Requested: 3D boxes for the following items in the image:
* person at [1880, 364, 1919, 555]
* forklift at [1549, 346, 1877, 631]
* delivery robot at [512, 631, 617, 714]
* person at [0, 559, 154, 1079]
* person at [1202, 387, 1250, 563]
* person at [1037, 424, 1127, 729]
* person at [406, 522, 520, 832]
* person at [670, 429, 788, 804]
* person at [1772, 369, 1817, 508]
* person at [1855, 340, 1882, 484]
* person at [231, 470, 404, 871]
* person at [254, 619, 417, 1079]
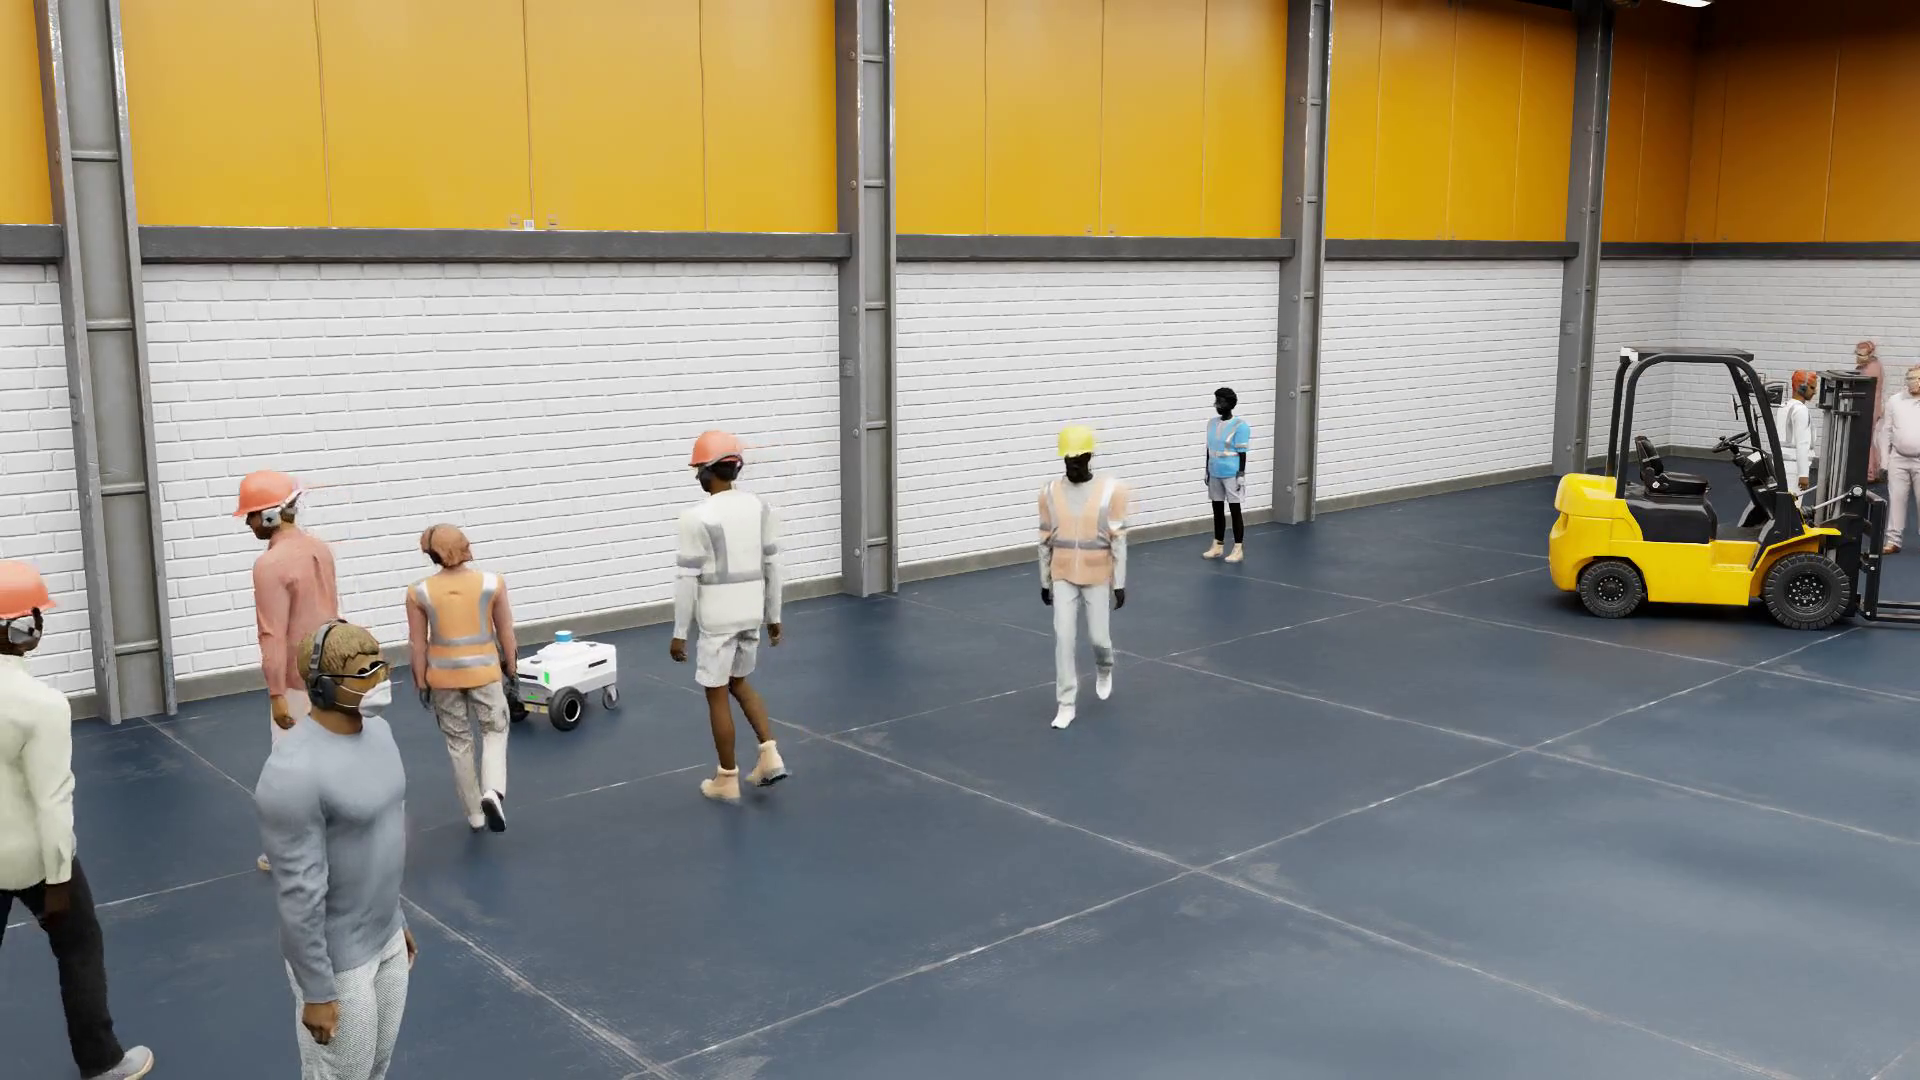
[{"bbox_3d":[9.387,-0.760,16.319,0.488,1.922,0.693,-9,13,-42],"label":"person"},{"bbox_3d":[6.109,-0.478,13.691,2.313,2.155,1.214,3,10,16],"label":"forklift"},{"bbox_3d":[-2.517,0.822,10.595,0.477,0.478,0.707,5,11,27],"label":"delivery robot"},{"bbox_3d":[-3.187,1.043,5.476,0.605,1.963,0.944,3,10,15],"label":"person"},{"bbox_3d":[2.564,-0.632,16.066,0.319,1.693,0.535,-7,12,-37],"label":"person"},{"bbox_3d":[0.785,0.204,10.548,0.599,1.904,0.707,3,10,17],"label":"person"},{"bbox_3d":[-2.485,0.717,8.352,0.533,1.614,0.526,-3,10,-15],"label":"person"},{"bbox_3d":[-1.261,0.416,8.963,0.489,2.020,0.648,8,12,39],"label":"person"},{"bbox_3d":[7.837,-0.658,15.640,0.355,1.887,0.574,1,10,6],"label":"person"},{"bbox_3d":[11.698,-1.641,21.461,0.473,1.869,0.750,6,11,30],"label":"person"},{"bbox_3d":[-3.009,0.643,7.830,0.752,1.957,0.647,1,10,6],"label":"person"},{"bbox_3d":[-1.735,1.175,4.757,0.372,1.940,0.627,0,10,2],"label":"person"}]
